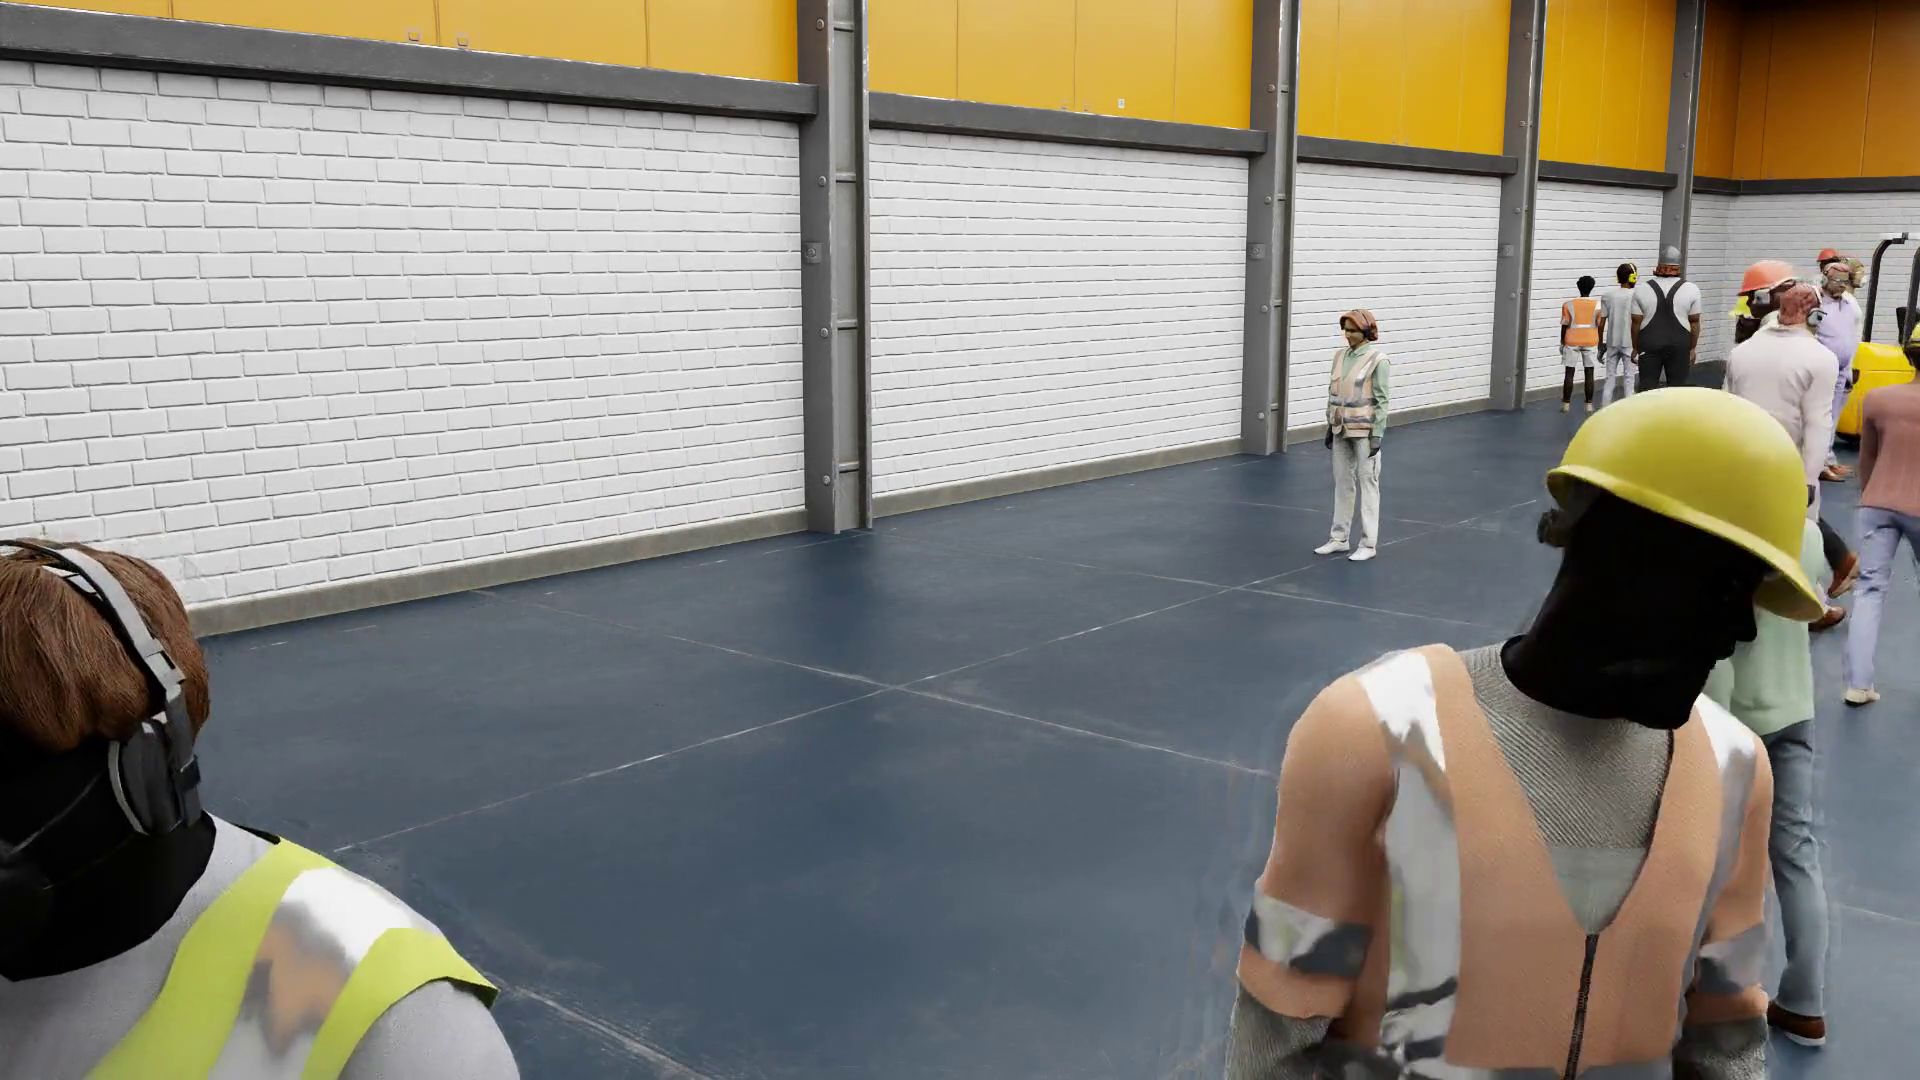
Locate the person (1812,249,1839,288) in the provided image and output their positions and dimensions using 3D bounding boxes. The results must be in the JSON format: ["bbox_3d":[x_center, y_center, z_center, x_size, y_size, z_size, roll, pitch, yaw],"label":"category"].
[{"bbox_3d":[12.887,-3.347,24.951,0.650,2.003,0.932,-3,10,-17],"label":"person"}]

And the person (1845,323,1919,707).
[{"bbox_3d":[4.284,-0.128,7.431,0.856,1.730,0.530,-7,12,-37],"label":"person"}]

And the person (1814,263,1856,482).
[{"bbox_3d":[7.465,-1.430,14.350,0.638,1.902,0.406,-4,11,-24],"label":"person"}]

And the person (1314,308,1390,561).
[{"bbox_3d":[2.581,-0.684,10.855,0.308,1.635,0.510,-6,12,-30],"label":"person"}]

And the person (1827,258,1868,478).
[{"bbox_3d":[7.847,-1.534,14.828,0.372,1.940,0.630,5,11,28],"label":"person"}]

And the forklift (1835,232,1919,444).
[{"bbox_3d":[9.955,-1.972,16.595,2.313,2.155,1.214,1,10,8],"label":"forklift"}]

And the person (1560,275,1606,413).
[{"bbox_3d":[7.669,-2.407,20.507,0.531,1.690,0.319,3,10,15],"label":"person"}]

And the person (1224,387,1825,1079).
[{"bbox_3d":[0.608,0.770,1.889,0.686,1.882,0.390,-2,10,-10],"label":"person"}]

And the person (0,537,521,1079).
[{"bbox_3d":[-0.644,0.885,1.370,0.633,1.825,0.544,3,10,17],"label":"person"}]

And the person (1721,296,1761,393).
[{"bbox_3d":[4.792,-0.662,10.296,0.909,1.781,0.665,4,11,20],"label":"person"}]

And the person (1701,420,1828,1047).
[{"bbox_3d":[2.010,0.465,4.430,0.501,1.593,0.842,-4,11,-23],"label":"person"}]

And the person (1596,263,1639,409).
[{"bbox_3d":[7.263,-2.101,18.270,0.517,1.865,0.334,7,12,37],"label":"person"}]

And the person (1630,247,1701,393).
[{"bbox_3d":[7.366,-2.036,17.396,0.676,2.000,0.536,5,11,26],"label":"person"}]

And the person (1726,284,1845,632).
[{"bbox_3d":[4.221,-0.392,8.612,1.027,1.844,0.646,-6,11,-29],"label":"person"}]

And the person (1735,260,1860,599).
[{"bbox_3d":[4.692,-0.585,9.362,0.624,1.965,0.774,-8,13,-39],"label":"person"}]
